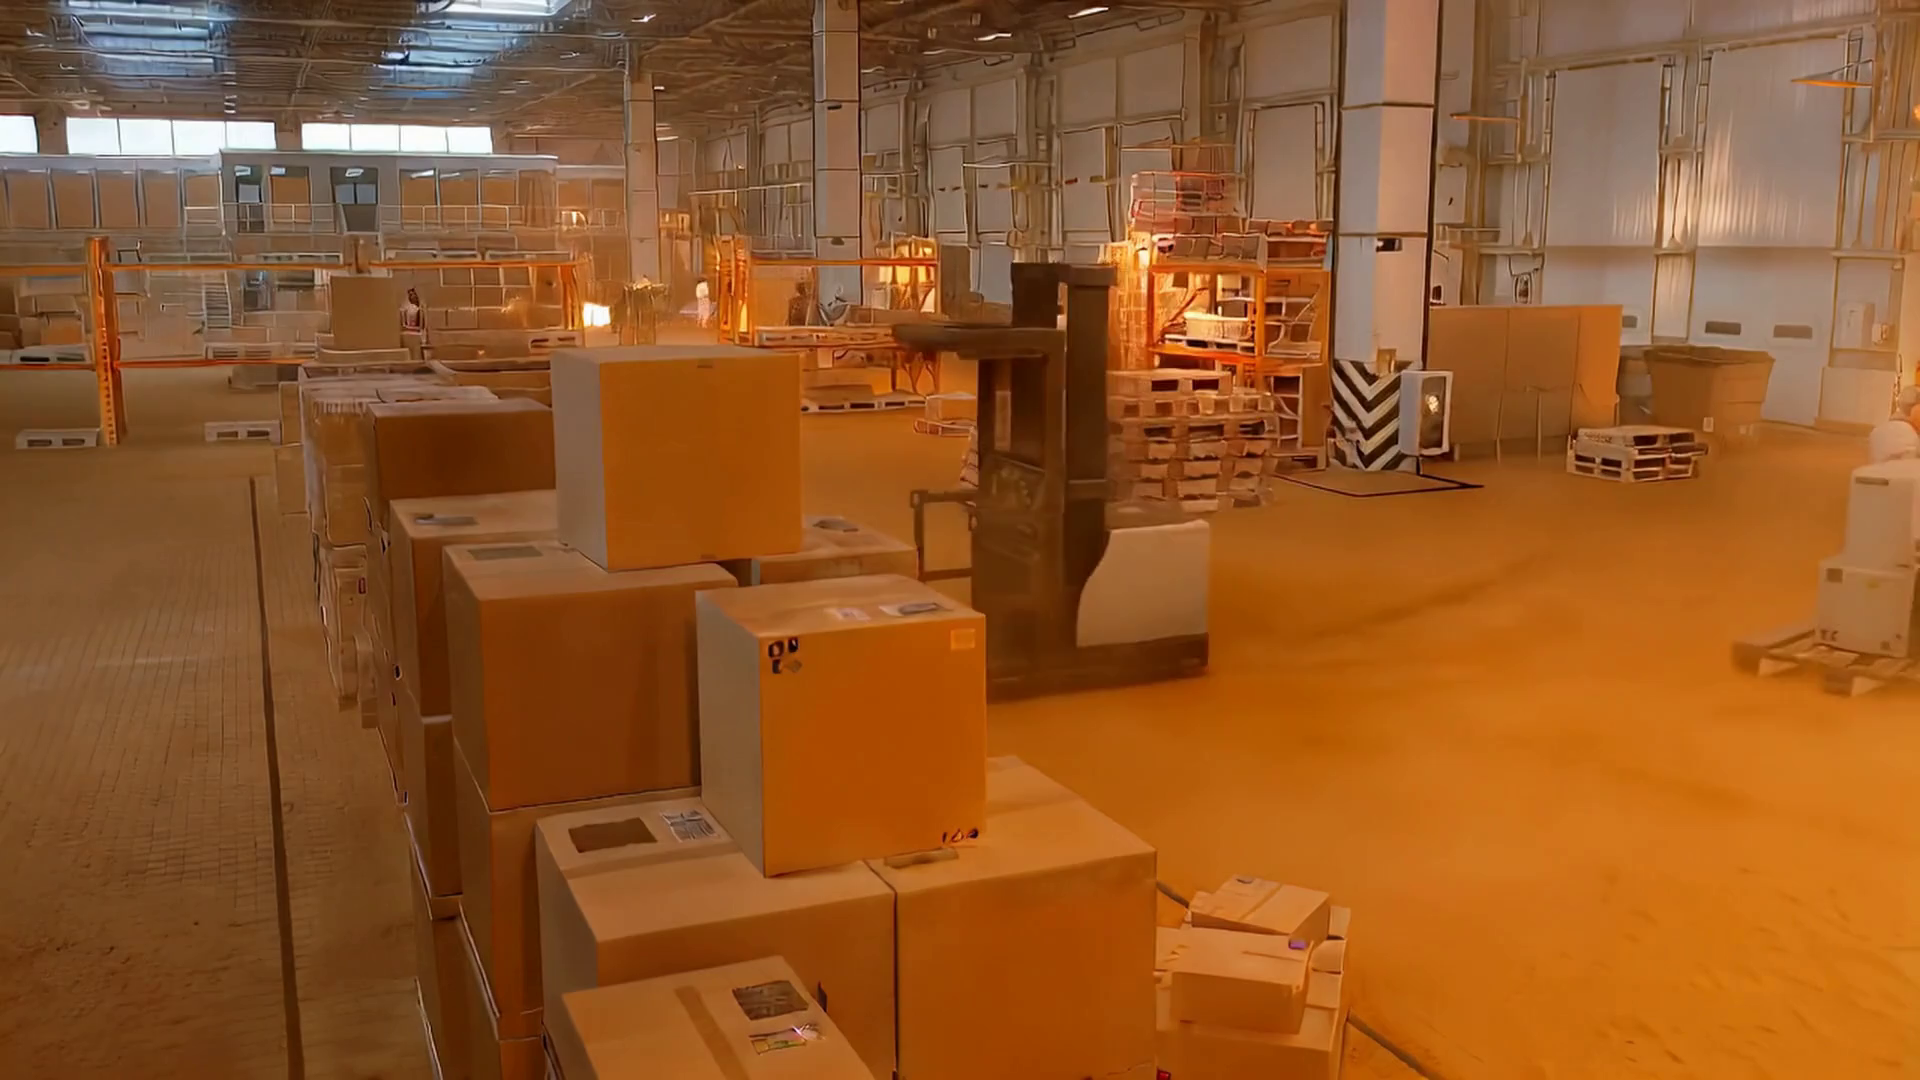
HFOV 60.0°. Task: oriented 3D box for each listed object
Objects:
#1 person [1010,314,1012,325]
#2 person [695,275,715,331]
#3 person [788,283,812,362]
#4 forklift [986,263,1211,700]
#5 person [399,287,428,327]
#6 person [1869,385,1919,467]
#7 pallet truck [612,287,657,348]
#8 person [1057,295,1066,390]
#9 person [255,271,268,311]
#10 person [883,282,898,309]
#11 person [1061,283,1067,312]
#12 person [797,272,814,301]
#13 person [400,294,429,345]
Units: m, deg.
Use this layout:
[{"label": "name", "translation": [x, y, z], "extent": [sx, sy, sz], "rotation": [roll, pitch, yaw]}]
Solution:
[{"label": "person", "translation": [1.511, -5.039, 39.394], "extent": [0.656, 1.813, 0.760], "rotation": [2, 10, 10]}, {"label": "person", "translation": [-8.255, -7.764, 54.415], "extent": [0.653, 1.808, 0.884], "rotation": [7, 13, 36]}, {"label": "person", "translation": [-3.904, -5.309, 40.593], "extent": [0.621, 1.914, 0.397], "rotation": [0, 10, 0]}, {"label": "forklift", "translation": [0.683, -0.472, 11.285], "extent": [1.873, 2.768, 1.129], "rotation": [-4, 11, -23]}, {"label": "person", "translation": [-12.436, -4.814, 37.901], "extent": [0.634, 1.910, 0.952], "rotation": [-3, 11, -16]}, {"label": "person", "translation": [6.969, -0.191, 12.381], "extent": [0.385, 1.928, 0.636], "rotation": [0, 10, 0]}, {"label": "pallet truck", "translation": [-6.464, -4.406, 35.401], "extent": [0.823, 1.965, 1.885], "rotation": [6, 12, 32]}, {"label": "person", "translation": [1.929, -3.768, 32.176], "extent": [0.604, 1.897, 0.841], "rotation": [3, 11, 16]}, {"label": "person", "translation": [-22.944, -7.897, 54.863], "extent": [0.808, 1.917, 0.552], "rotation": [-7, 13, -35]}, {"label": "person", "translation": [-1.871, -5.932, 44.219], "extent": [0.547, 1.847, 0.596], "rotation": [-8, 13, -38]}, {"label": "person", "translation": [3.065, -6.695, 48.026], "extent": [0.381, 1.994, 0.622], "rotation": [-6, 12, -30]}, {"label": "person", "translation": [-5.057, -7.907, 55.012], "extent": [0.627, 1.892, 1.019], "rotation": [-5, 12, -27]}, {"label": "person", "translation": [-11.430, -4.201, 34.682], "extent": [0.592, 1.855, 0.642], "rotation": [2, 10, 10]}]
